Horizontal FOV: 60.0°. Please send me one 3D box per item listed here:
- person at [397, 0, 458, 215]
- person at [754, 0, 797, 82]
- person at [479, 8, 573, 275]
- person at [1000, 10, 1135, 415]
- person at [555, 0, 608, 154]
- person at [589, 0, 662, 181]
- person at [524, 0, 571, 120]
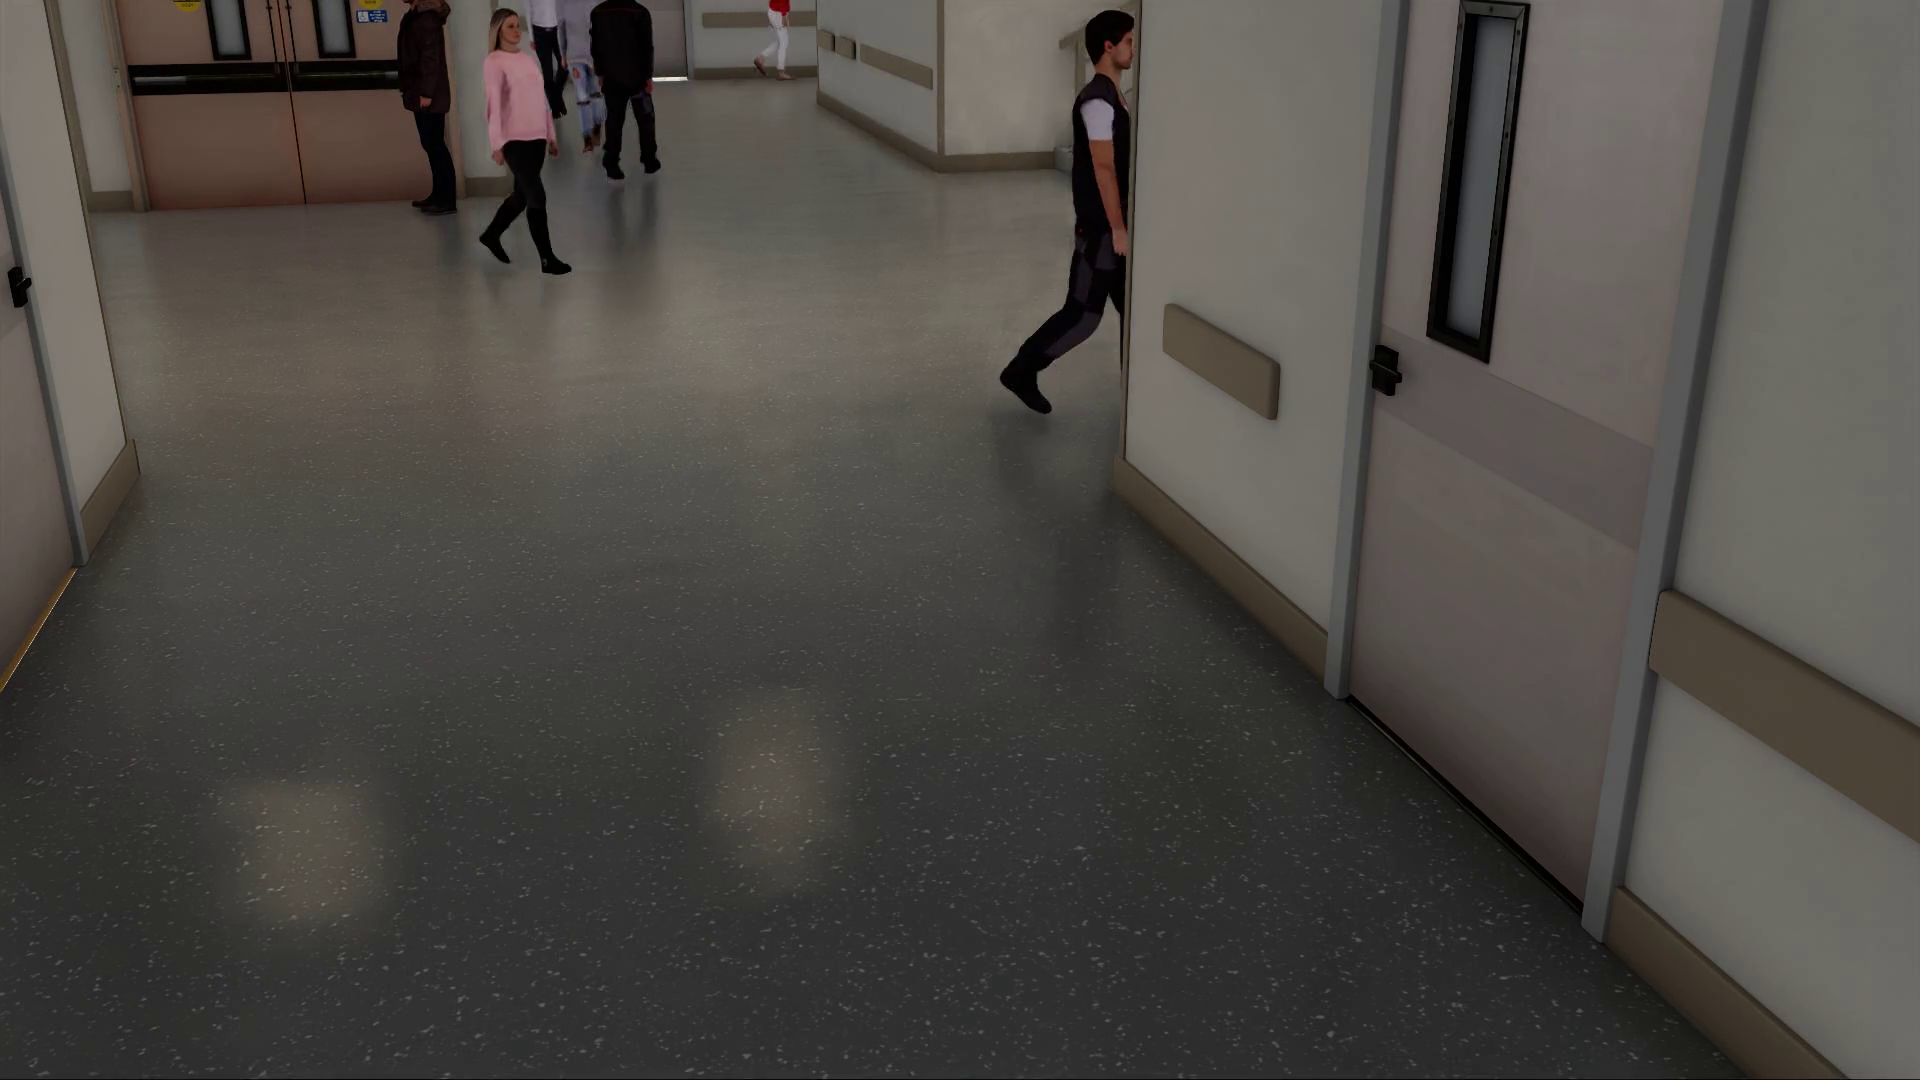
[{"bbox_3d":[-4.172,-3.508,13.029,0.764,1.848,0.817,-11,23,-26],"label":"person"},{"bbox_3d":[-2.612,-7.249,23.138,0.810,1.684,0.568,-7,22,-17],"label":"person"},{"bbox_3d":[-2.924,-2.583,10.860,1.125,1.655,1.039,10,23,25],"label":"person"},{"bbox_3d":[0.588,-1.436,7.595,1.217,1.822,1.013,5,21,12],"label":"person"},{"bbox_3d":[-3.663,-4.738,16.335,1.086,1.808,0.810,-4,21,-10],"label":"person"},{"bbox_3d":[-2.941,-4.033,14.450,1.211,1.825,1.128,3,21,9],"label":"person"},{"bbox_3d":[-4.740,-5.797,19.071,0.692,1.849,0.754,-10,23,-24],"label":"person"}]
